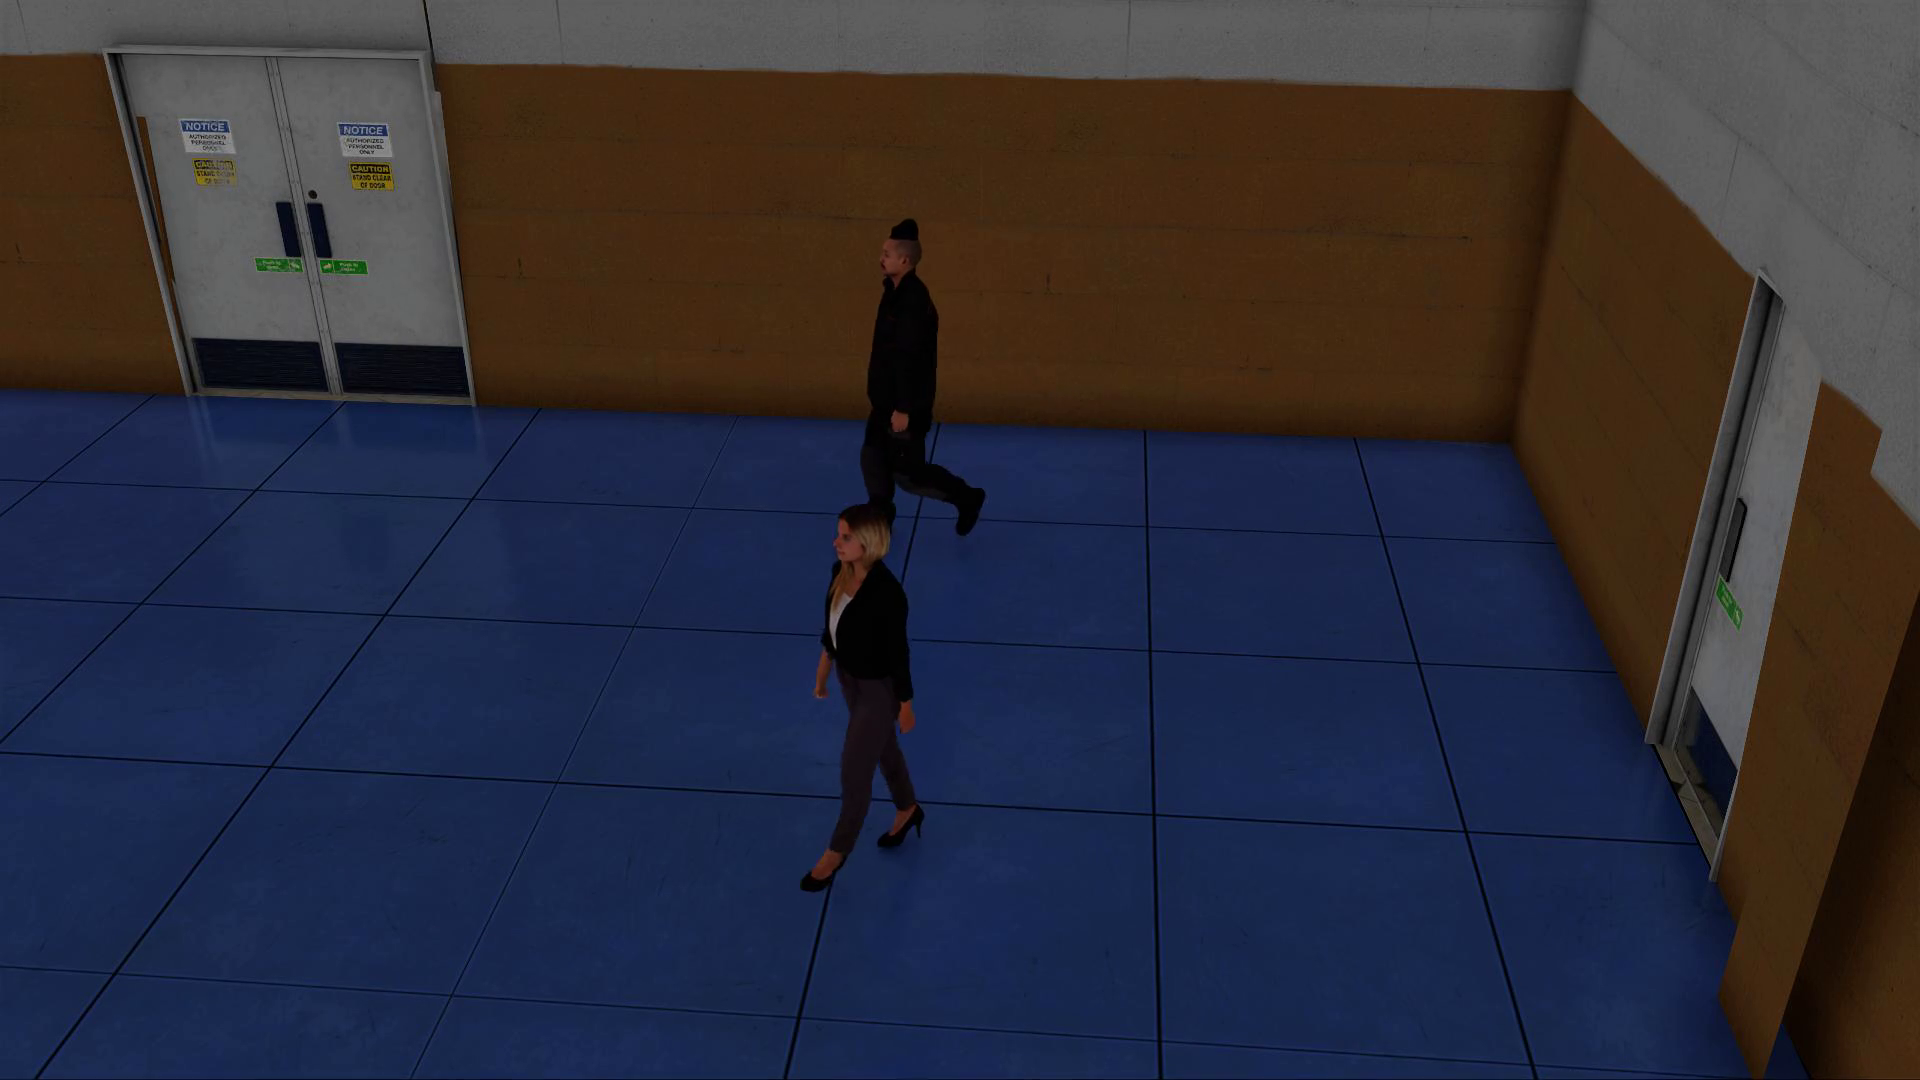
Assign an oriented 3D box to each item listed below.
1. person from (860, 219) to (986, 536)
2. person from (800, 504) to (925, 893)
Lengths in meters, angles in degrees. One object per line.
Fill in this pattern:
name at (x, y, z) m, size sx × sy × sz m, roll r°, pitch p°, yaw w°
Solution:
person at (-0.232, -0.803, 8.960) m, size 1.054 × 1.838 × 1.098 m, roll -8°, pitch 30°, yaw -14°
person at (-0.276, 0.591, 6.628) m, size 0.946 × 1.651 × 0.923 m, roll -17°, pitch 33°, yaw -28°
